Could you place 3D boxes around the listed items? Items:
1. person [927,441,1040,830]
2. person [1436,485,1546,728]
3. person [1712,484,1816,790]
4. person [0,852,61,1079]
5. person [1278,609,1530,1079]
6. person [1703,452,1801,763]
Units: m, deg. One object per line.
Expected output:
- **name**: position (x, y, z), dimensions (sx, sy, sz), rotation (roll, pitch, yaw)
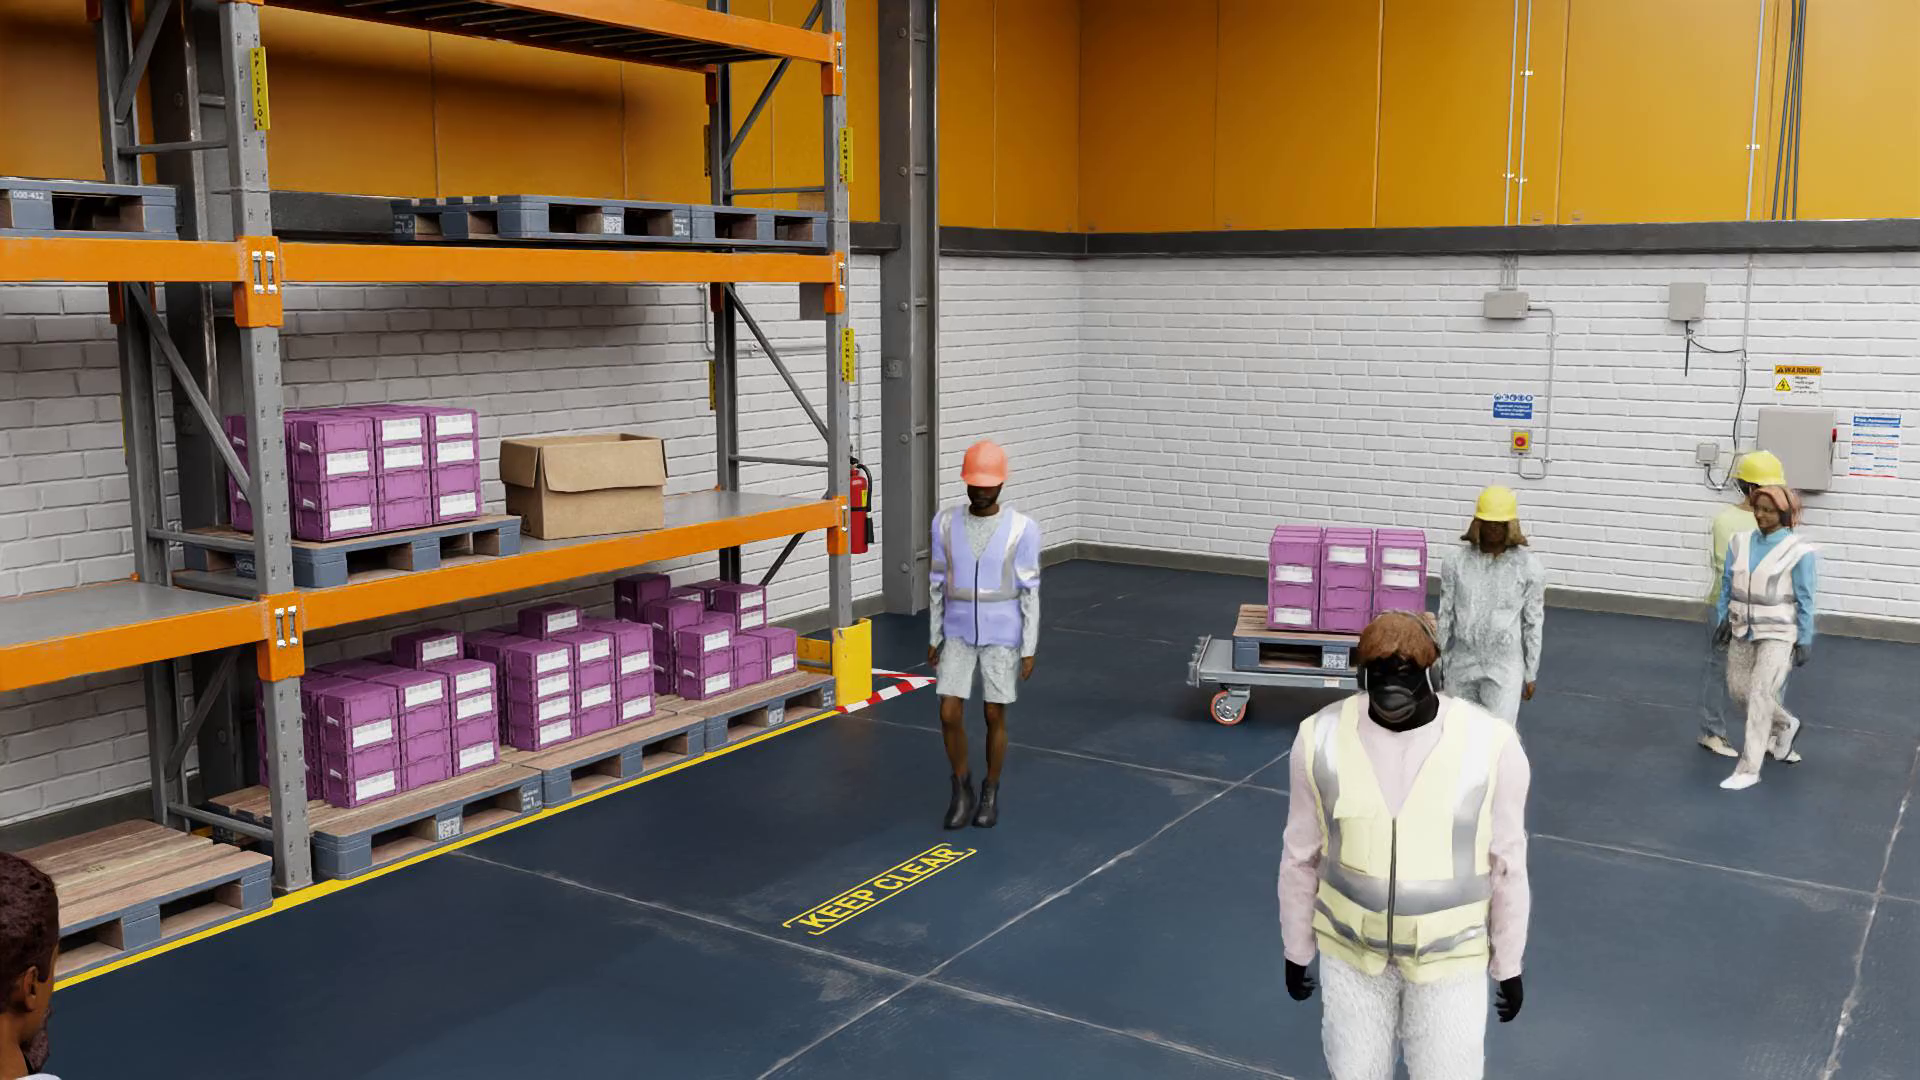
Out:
- **person**: position (0.095, 0.476, 8.026), dimensions (0.571, 1.912, 0.564), rotation (2, 9, 12)
- **person**: position (2.530, 0.580, 7.940), dimensions (0.494, 1.724, 0.641), rotation (5, 10, 31)
- **person**: position (4.305, 0.498, 8.823), dimensions (0.633, 1.619, 0.514), rotation (-4, 10, -25)
- **person**: position (-1.276, 1.366, 2.256), dimensions (0.587, 1.914, 0.392), rotation (0, 9, -3)
- **person**: position (1.157, 1.078, 4.400), dimensions (0.644, 1.828, 0.449), rotation (4, 10, 24)
- **person**: position (4.388, 0.383, 9.197), dimensions (0.530, 1.742, 0.638), rotation (-2, 9, -13)
